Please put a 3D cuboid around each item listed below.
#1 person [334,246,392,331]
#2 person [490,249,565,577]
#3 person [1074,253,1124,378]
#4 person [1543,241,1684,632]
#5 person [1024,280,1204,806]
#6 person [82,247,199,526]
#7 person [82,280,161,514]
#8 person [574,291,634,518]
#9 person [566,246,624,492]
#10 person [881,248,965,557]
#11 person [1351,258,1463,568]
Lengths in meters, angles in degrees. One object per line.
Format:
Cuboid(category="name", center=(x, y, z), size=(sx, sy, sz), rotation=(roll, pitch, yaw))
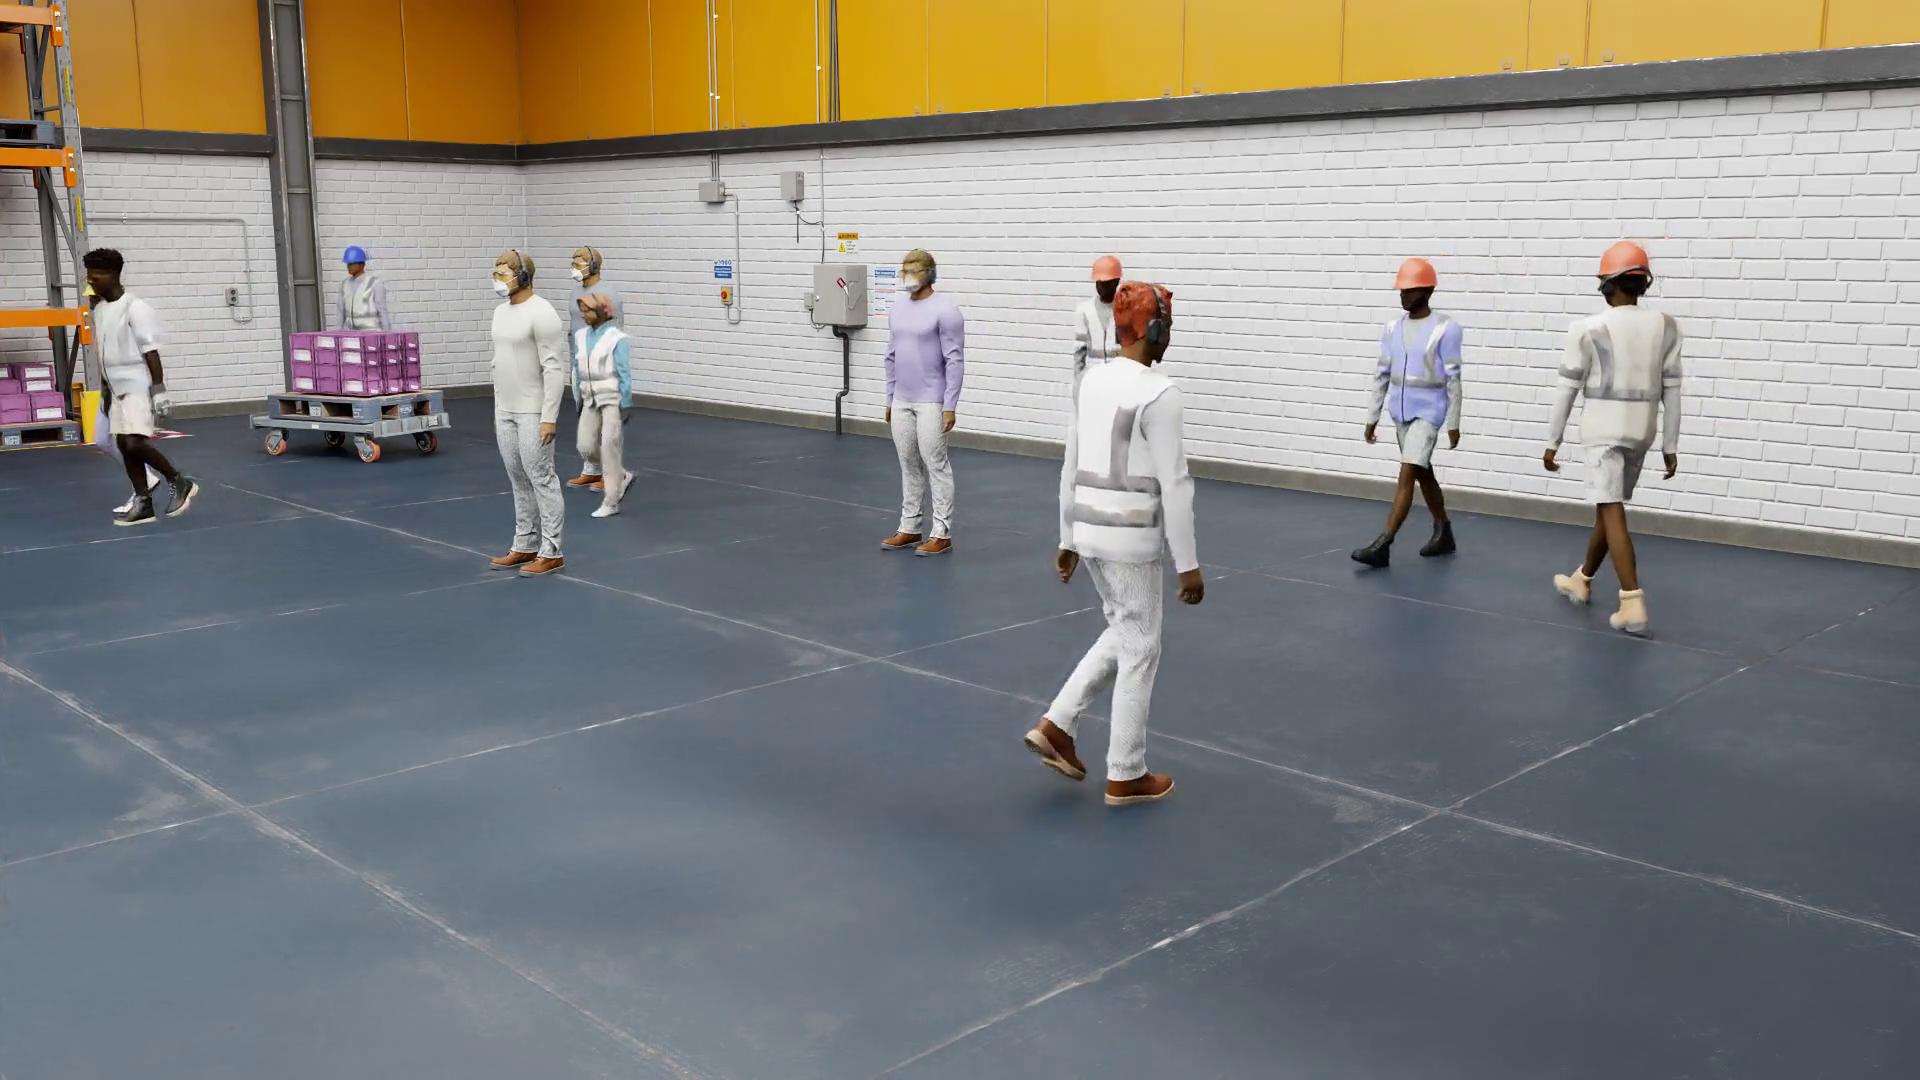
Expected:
Cuboid(category="person", center=(-6.644, -2.275, 18.348), size=(0.651, 1.891, 1.002), rotation=(5, 12, 25))
Cuboid(category="person", center=(-2.593, -0.752, 9.919), size=(0.636, 1.938, 0.358), rotation=(10, 15, 44))
Cuboid(category="person", center=(1.182, -1.250, 12.788), size=(0.560, 1.901, 0.794), rotation=(5, 11, 24))
Cuboid(category="person", center=(3.412, -0.552, 8.697), size=(0.631, 1.992, 1.050), rotation=(-2, 11, -8))
Cuboid(category="person", center=(0.563, 0.023, 5.888), size=(0.458, 1.868, 0.600), rotation=(-5, 11, -25))
Cuboid(category="person", center=(-5.737, -1.054, 11.558), size=(0.668, 1.939, 0.534), rotation=(7, 12, 33))
Cuboid(category="person", center=(-6.131, -1.067, 12.110), size=(0.392, 1.754, 0.566), rotation=(-10, 14, -43))
Cuboid(category="person", center=(-2.542, -0.980, 11.997), size=(0.535, 1.622, 0.427), rotation=(7, 13, 34))
Cuboid(category="person", center=(-2.904, -1.351, 13.187), size=(0.636, 1.938, 0.358), rotation=(10, 15, 44))
Cuboid(category="person", center=(-0.249, -0.869, 10.559), size=(0.636, 1.938, 0.358), rotation=(10, 15, 44))
Cuboid(category="person", center=(2.789, -0.787, 10.279), size=(1.015, 1.879, 0.561), rotation=(-7, 13, -35))
